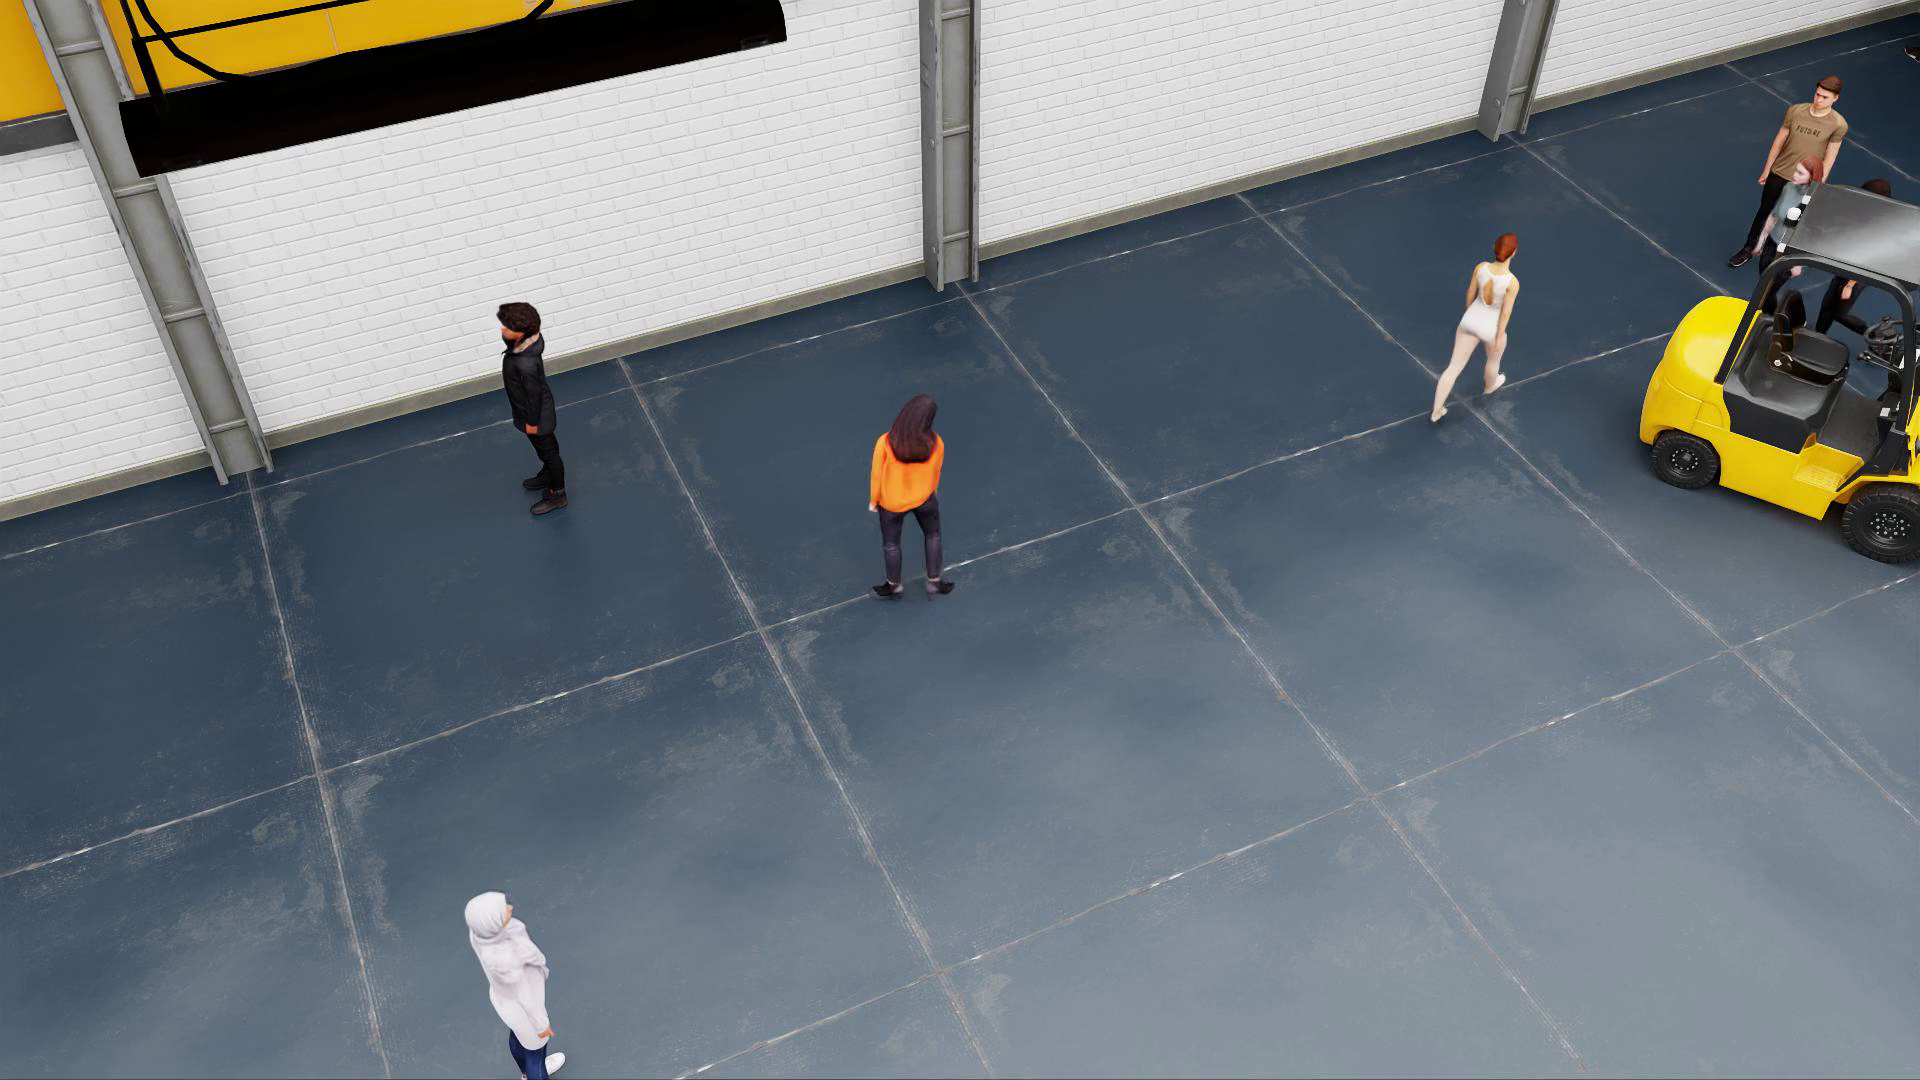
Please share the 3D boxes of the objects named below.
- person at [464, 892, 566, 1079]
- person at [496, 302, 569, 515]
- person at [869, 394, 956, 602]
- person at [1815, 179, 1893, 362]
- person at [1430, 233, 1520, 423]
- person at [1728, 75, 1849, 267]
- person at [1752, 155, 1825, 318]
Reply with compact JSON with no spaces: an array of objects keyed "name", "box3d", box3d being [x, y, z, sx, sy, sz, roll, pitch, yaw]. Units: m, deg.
[{"name":"person","box3d":[-2.252,2.350,8.474,0.579,1.775,0.642,-26,49,-24]},{"name":"person","box3d":[-3.060,-0.977,11.962,0.643,1.781,0.646,-12,45,-12]},{"name":"person","box3d":[-0.369,-0.252,11.242,0.570,1.725,0.816,-24,49,-23]},{"name":"person","box3d":[7.204,-2.104,13.260,1.023,1.621,0.937,8,44,8]},{"name":"person","box3d":[3.943,-1.574,12.723,0.836,1.595,1.130,32,52,29]},{"name":"person","box3d":[7.102,-3.099,14.139,0.749,1.851,0.724,29,51,27]},{"name":"person","box3d":[6.700,-2.322,13.410,0.634,1.731,0.609,-16,46,-16]}]
